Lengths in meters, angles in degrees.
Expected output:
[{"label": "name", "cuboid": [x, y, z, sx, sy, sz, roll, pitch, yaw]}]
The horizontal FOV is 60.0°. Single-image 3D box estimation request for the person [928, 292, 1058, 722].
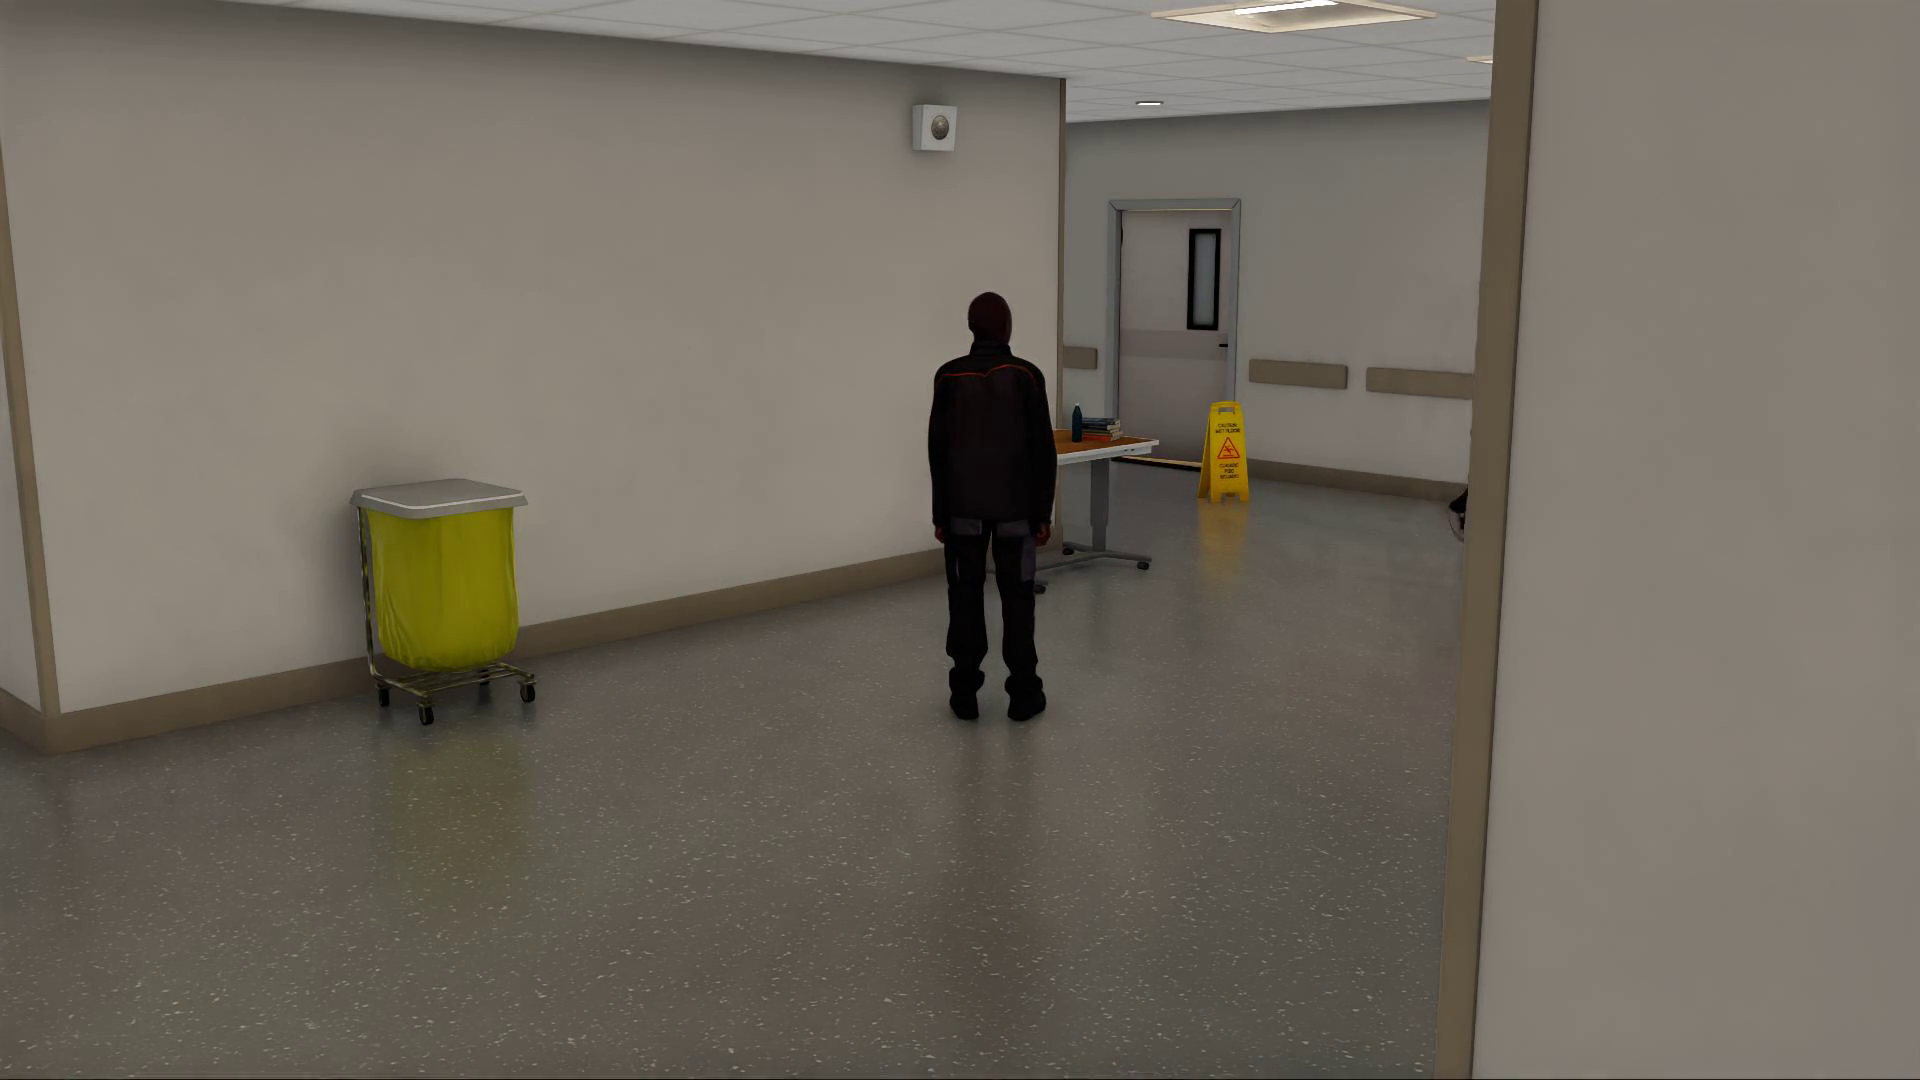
[{"label": "person", "cuboid": [0.127, -0.144, 7.095, 0.758, 1.823, 0.853, 1, 11, 7]}]
